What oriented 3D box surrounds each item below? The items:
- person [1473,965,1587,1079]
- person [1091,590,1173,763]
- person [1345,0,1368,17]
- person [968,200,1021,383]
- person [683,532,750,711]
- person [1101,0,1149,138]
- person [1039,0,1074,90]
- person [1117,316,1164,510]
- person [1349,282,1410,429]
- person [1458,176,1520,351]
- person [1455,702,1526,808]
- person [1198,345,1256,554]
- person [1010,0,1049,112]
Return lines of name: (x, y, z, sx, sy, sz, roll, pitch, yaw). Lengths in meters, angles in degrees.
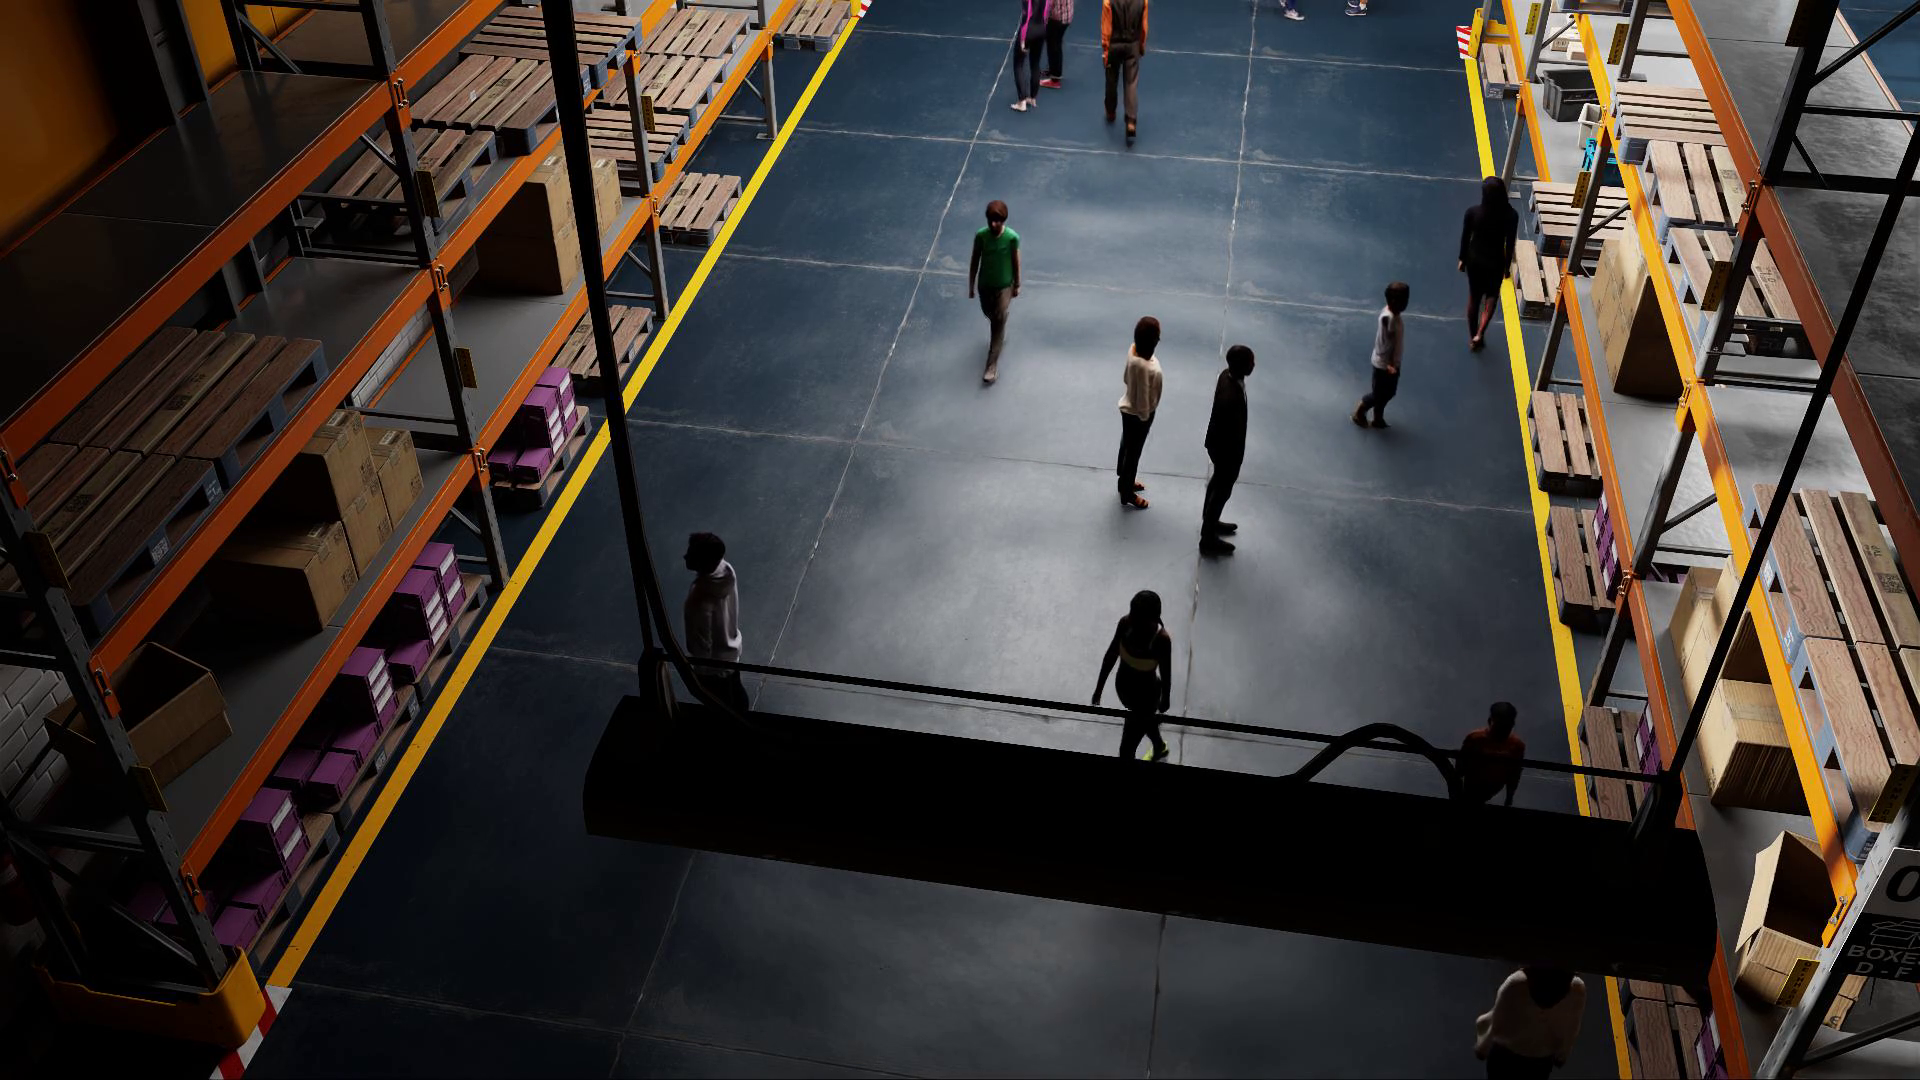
person: (2.906, 2.578, 8.630, 0.680, 1.677, 0.896, 5, 39, 6)
person: (1.193, 0.944, 10.661, 1.209, 1.696, 1.022, -32, 48, -33)
person: (5.253, -7.658, 21.368, 0.714, 1.776, 0.509, 13, 40, 16)
person: (0.325, -2.313, 14.794, 0.626, 1.627, 1.100, 9, 39, 11)
person: (-1.557, 0.714, 10.761, 0.726, 1.930, 0.518, 7, 39, 8)
person: (1.844, -5.392, 18.455, 0.892, 1.870, 1.321, -1, 39, -2)
person: (1.179, -6.173, 19.527, 0.761, 1.752, 0.624, 8, 39, 10)
person: (1.392, -1.025, 13.141, 0.715, 1.678, 0.544, -1, 39, -1)
person: (3.572, -1.575, 14.010, 0.682, 1.452, 0.614, 12, 40, 15)
person: (4.668, -2.411, 14.859, 0.712, 1.699, 0.758, 15, 41, 18)
person: (3.288, 1.458, 10.397, 0.523, 1.222, 0.875, 7, 39, 9)
person: (2.011, -0.698, 12.633, 0.738, 1.800, 0.546, 2, 39, 3)
person: (0.859, -5.750, 19.006, 0.731, 1.742, 0.794, -26, 45, -29)
